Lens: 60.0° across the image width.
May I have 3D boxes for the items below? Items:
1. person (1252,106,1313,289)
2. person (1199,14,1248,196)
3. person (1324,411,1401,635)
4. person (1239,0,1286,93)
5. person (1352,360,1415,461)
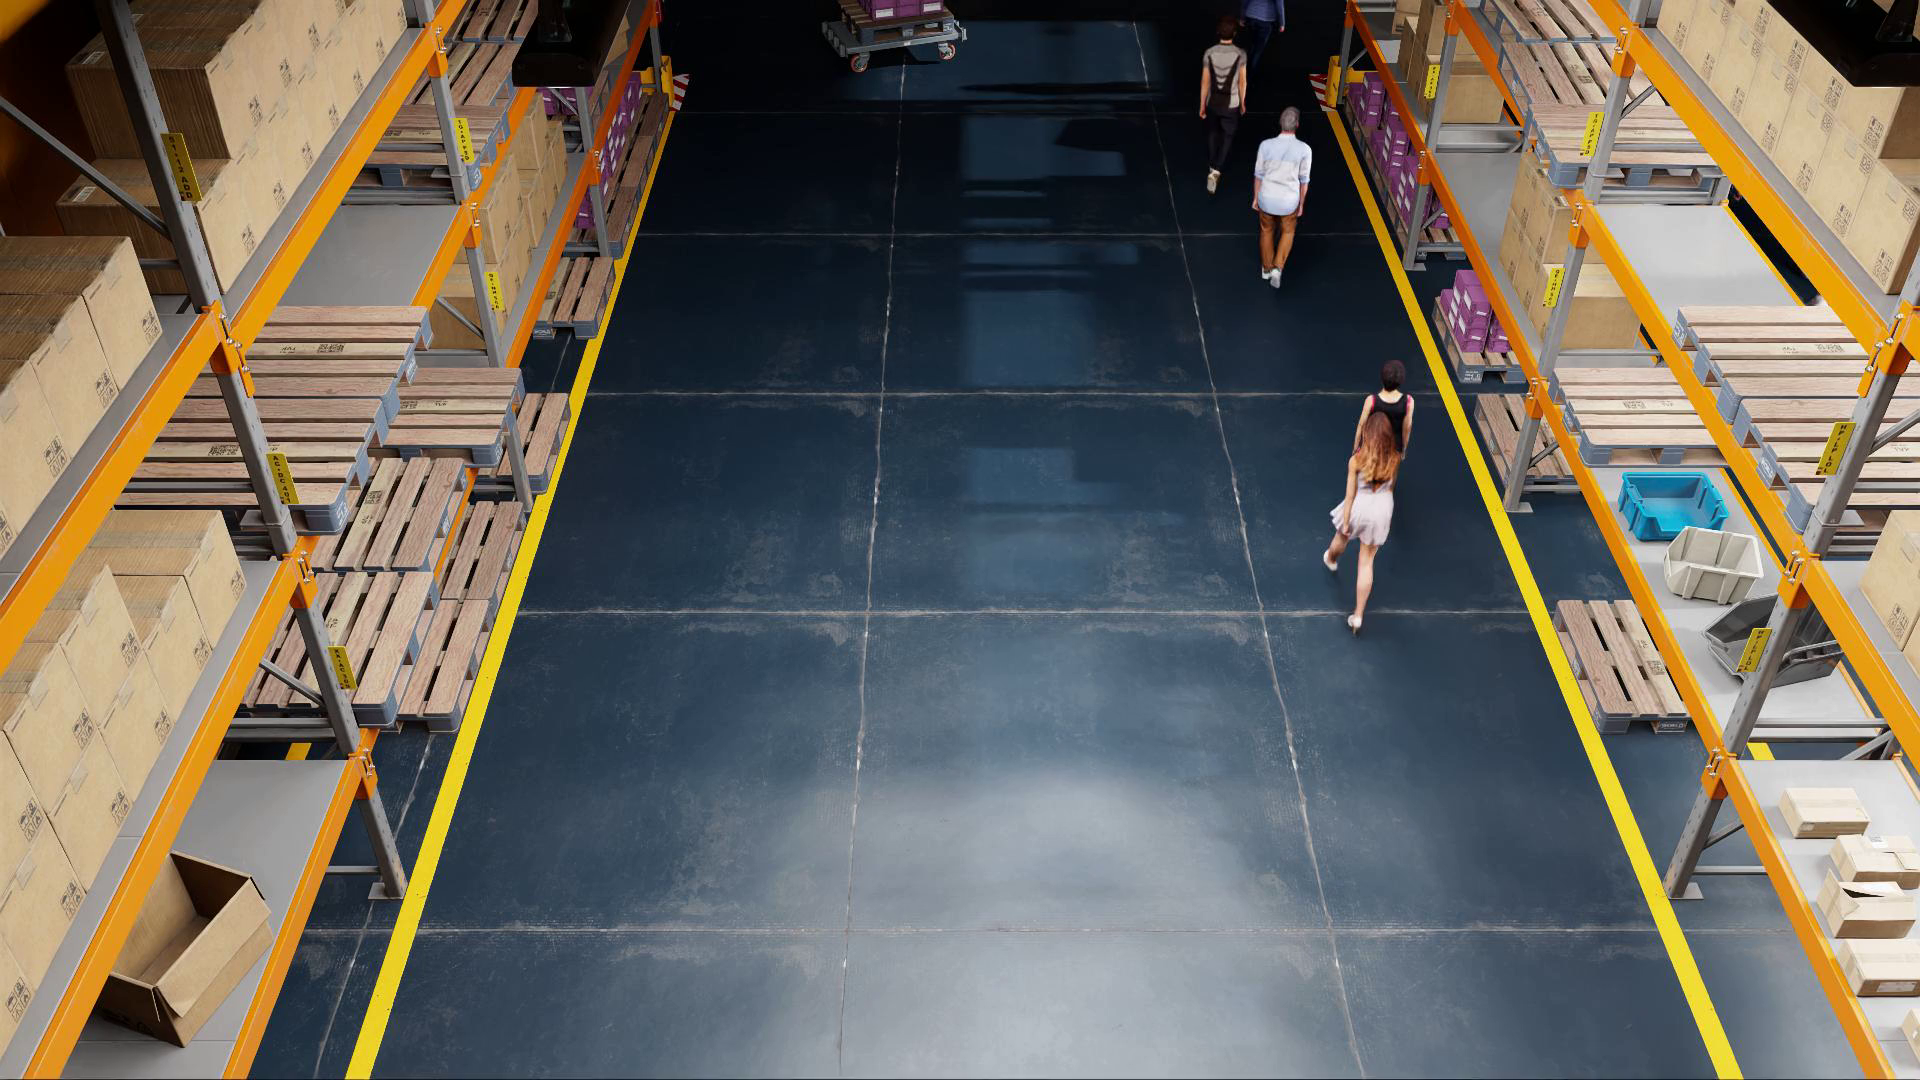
[{"bbox_3d":[3.056,-3.246,15.970,0.855,1.810,1.016,11,40,13],"label":"person"},{"bbox_3d":[2.765,-4.570,17.580,0.892,1.870,1.194,12,40,15],"label":"person"},{"bbox_3d":[2.969,-0.076,12.068,0.550,1.727,1.076,0,39,0],"label":"person"},{"bbox_3d":[3.502,-6.144,19.665,0.849,1.727,0.907,30,47,32],"label":"person"},{"bbox_3d":[3.298,-0.693,12.985,0.551,1.546,0.543,1,39,2],"label":"person"}]
